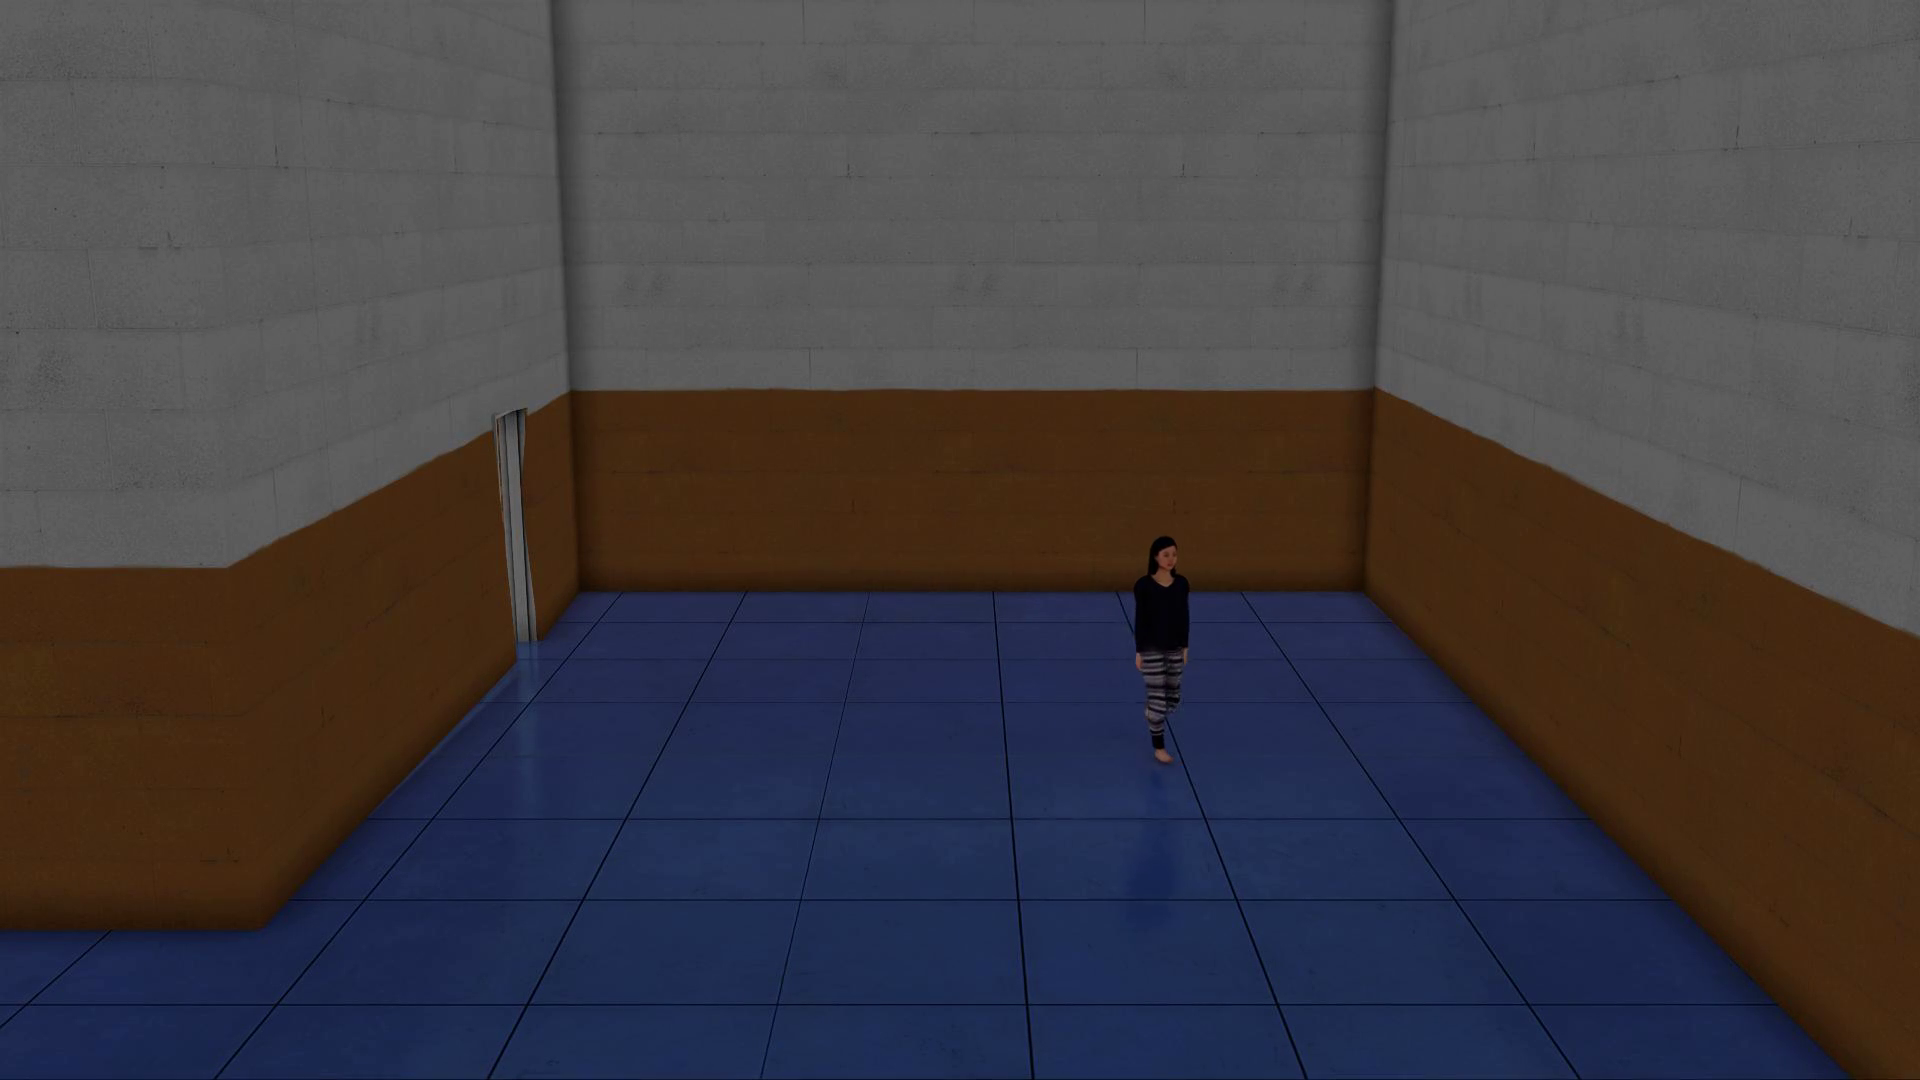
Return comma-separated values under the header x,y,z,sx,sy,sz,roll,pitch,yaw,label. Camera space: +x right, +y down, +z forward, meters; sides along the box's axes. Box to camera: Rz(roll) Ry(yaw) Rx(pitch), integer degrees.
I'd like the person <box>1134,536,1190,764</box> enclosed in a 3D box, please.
x,y,z,sx,sy,sz,roll,pitch,yaw,label
1.481,0.802,12.605,0.827,1.722,0.800,-4,12,-16,person
